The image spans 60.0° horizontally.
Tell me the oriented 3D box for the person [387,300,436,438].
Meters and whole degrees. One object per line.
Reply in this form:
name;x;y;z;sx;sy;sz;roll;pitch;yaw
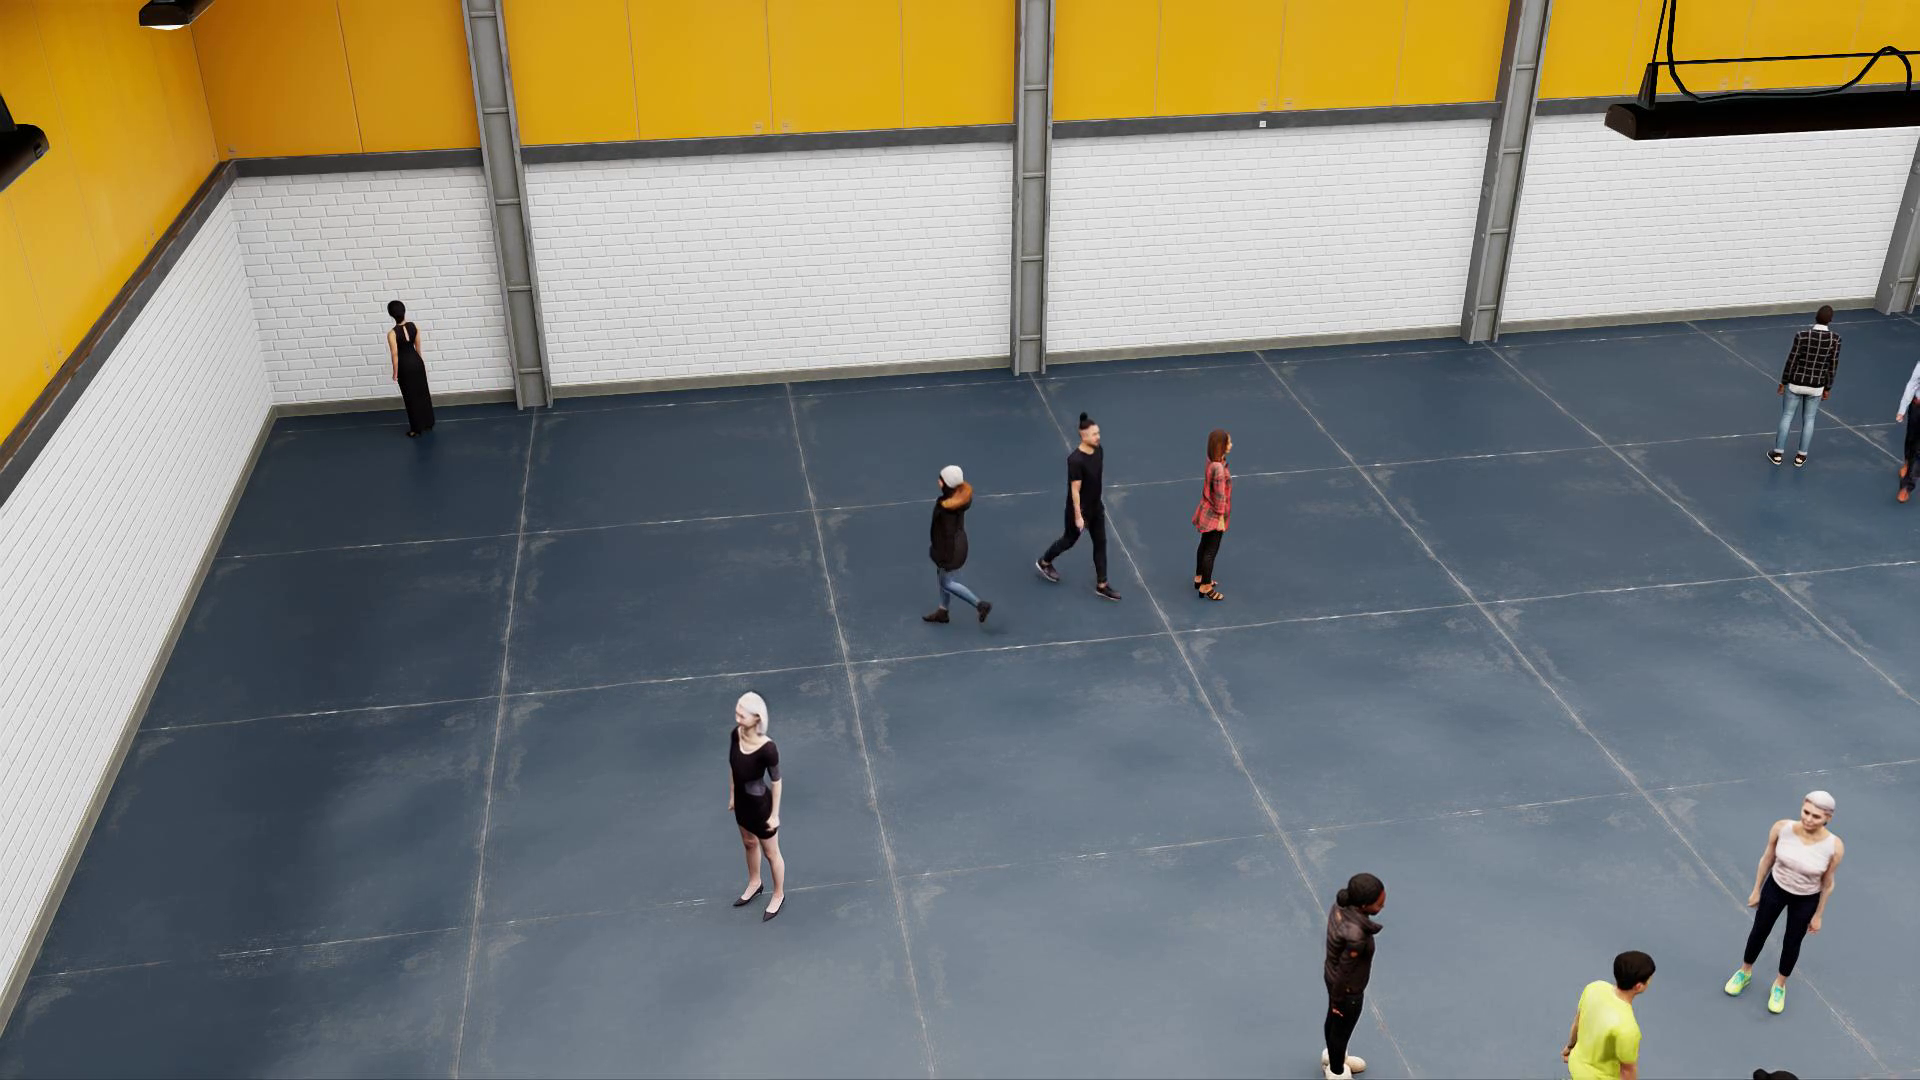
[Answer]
person;-6.191;-1.930;18.719;0.709;1.604;0.655;18;33;29

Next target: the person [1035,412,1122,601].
person;1.079;-0.340;15.572;1.215;1.825;1.205;22;35;34

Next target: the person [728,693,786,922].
person;-1.416;1.844;11.564;0.657;1.830;0.706;20;35;33

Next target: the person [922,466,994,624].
person;-0.024;0.079;15.021;0.984;1.619;0.790;4;29;8

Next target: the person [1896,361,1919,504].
person;10.169;-1.344;17.481;1.198;1.760;1.281;20;35;32

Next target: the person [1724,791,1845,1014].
person;5.406;2.322;10.821;0.682;1.701;0.731;20;34;32

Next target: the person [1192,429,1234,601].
person;2.372;-0.256;15.546;0.578;1.703;0.638;-2;29;-3

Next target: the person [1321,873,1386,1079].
person;2.344;2.704;10.163;0.606;1.661;0.657;-5;29;-8

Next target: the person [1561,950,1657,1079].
person;3.570;3.043;9.509;0.609;1.693;0.635;-4;29;-7

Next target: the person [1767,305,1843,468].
person;9.169;-1.677;18.029;0.655;1.820;0.808;8;30;14
